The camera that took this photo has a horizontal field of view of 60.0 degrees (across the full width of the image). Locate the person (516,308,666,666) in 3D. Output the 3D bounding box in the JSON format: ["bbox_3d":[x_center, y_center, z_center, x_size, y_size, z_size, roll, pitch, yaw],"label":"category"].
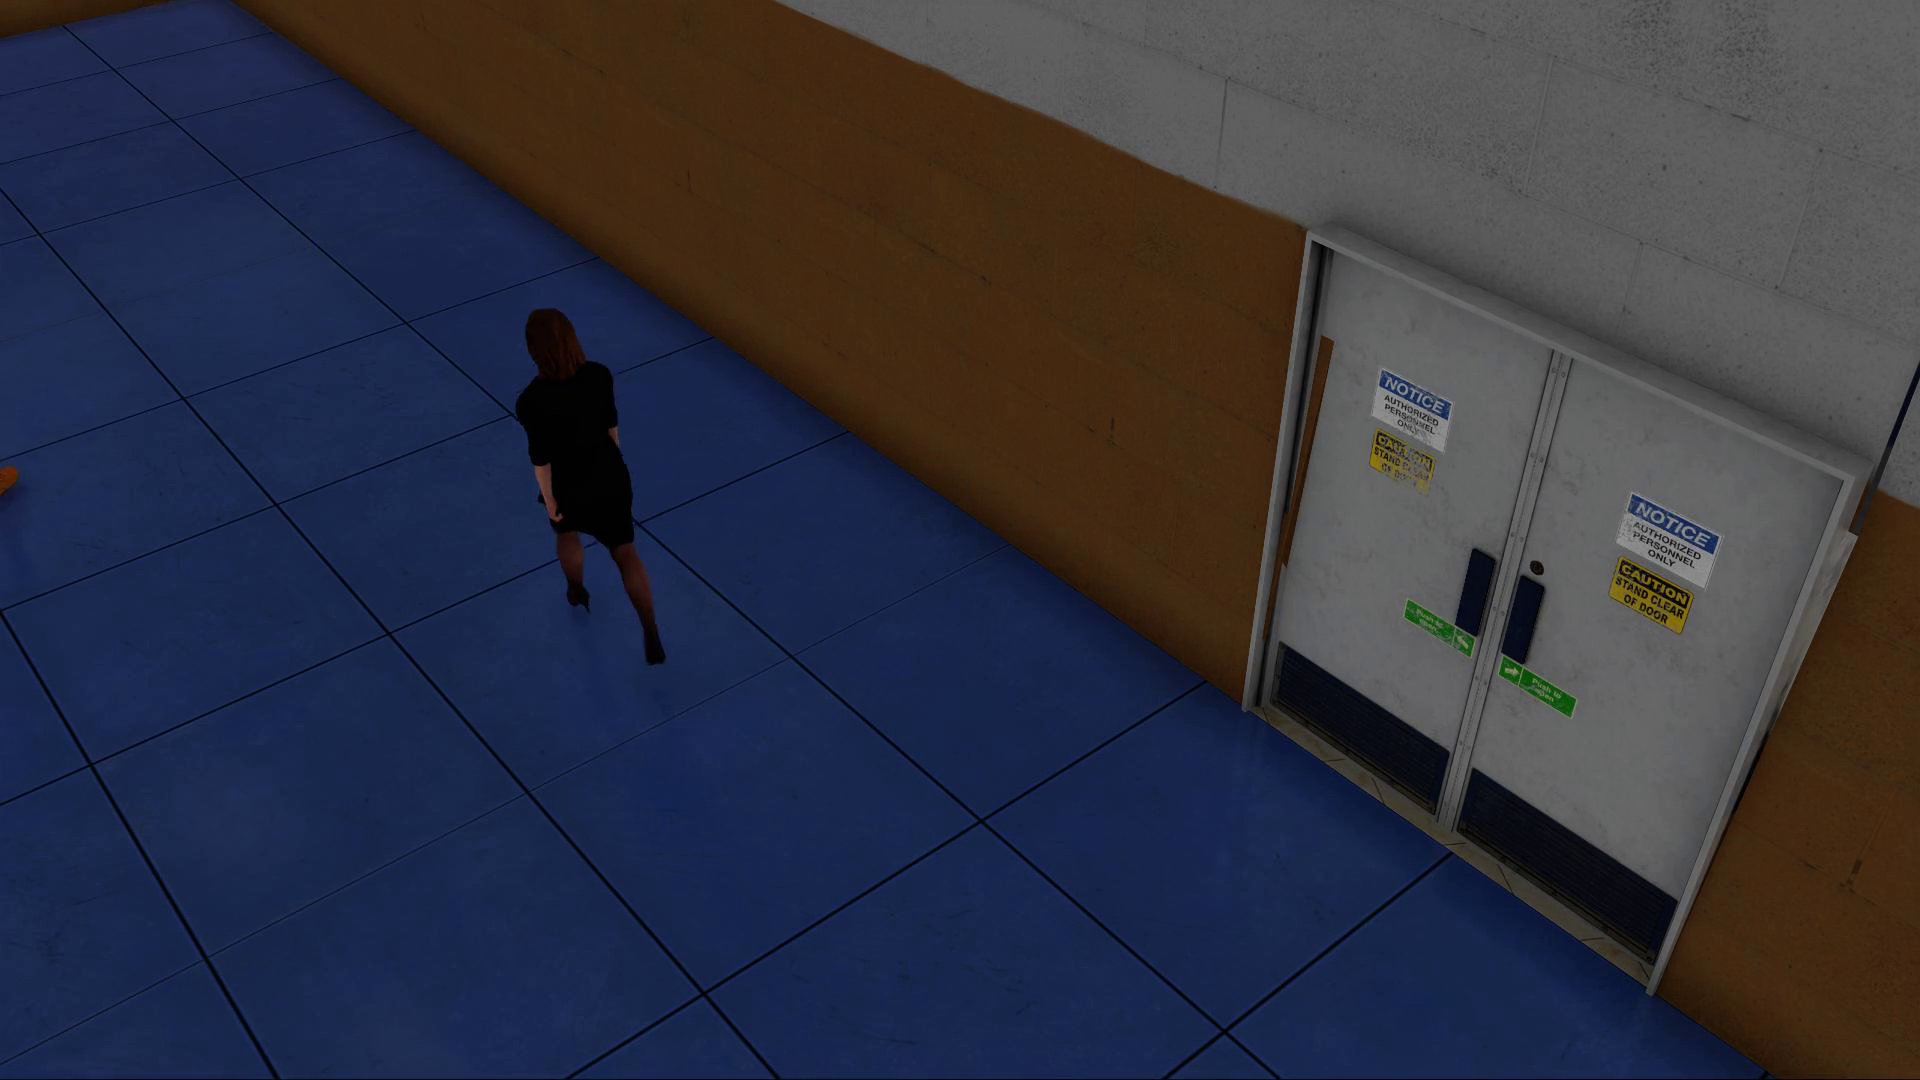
[{"bbox_3d":[-1.551,-0.185,7.119,1.040,1.664,0.748,-20,41,-25],"label":"person"}]
